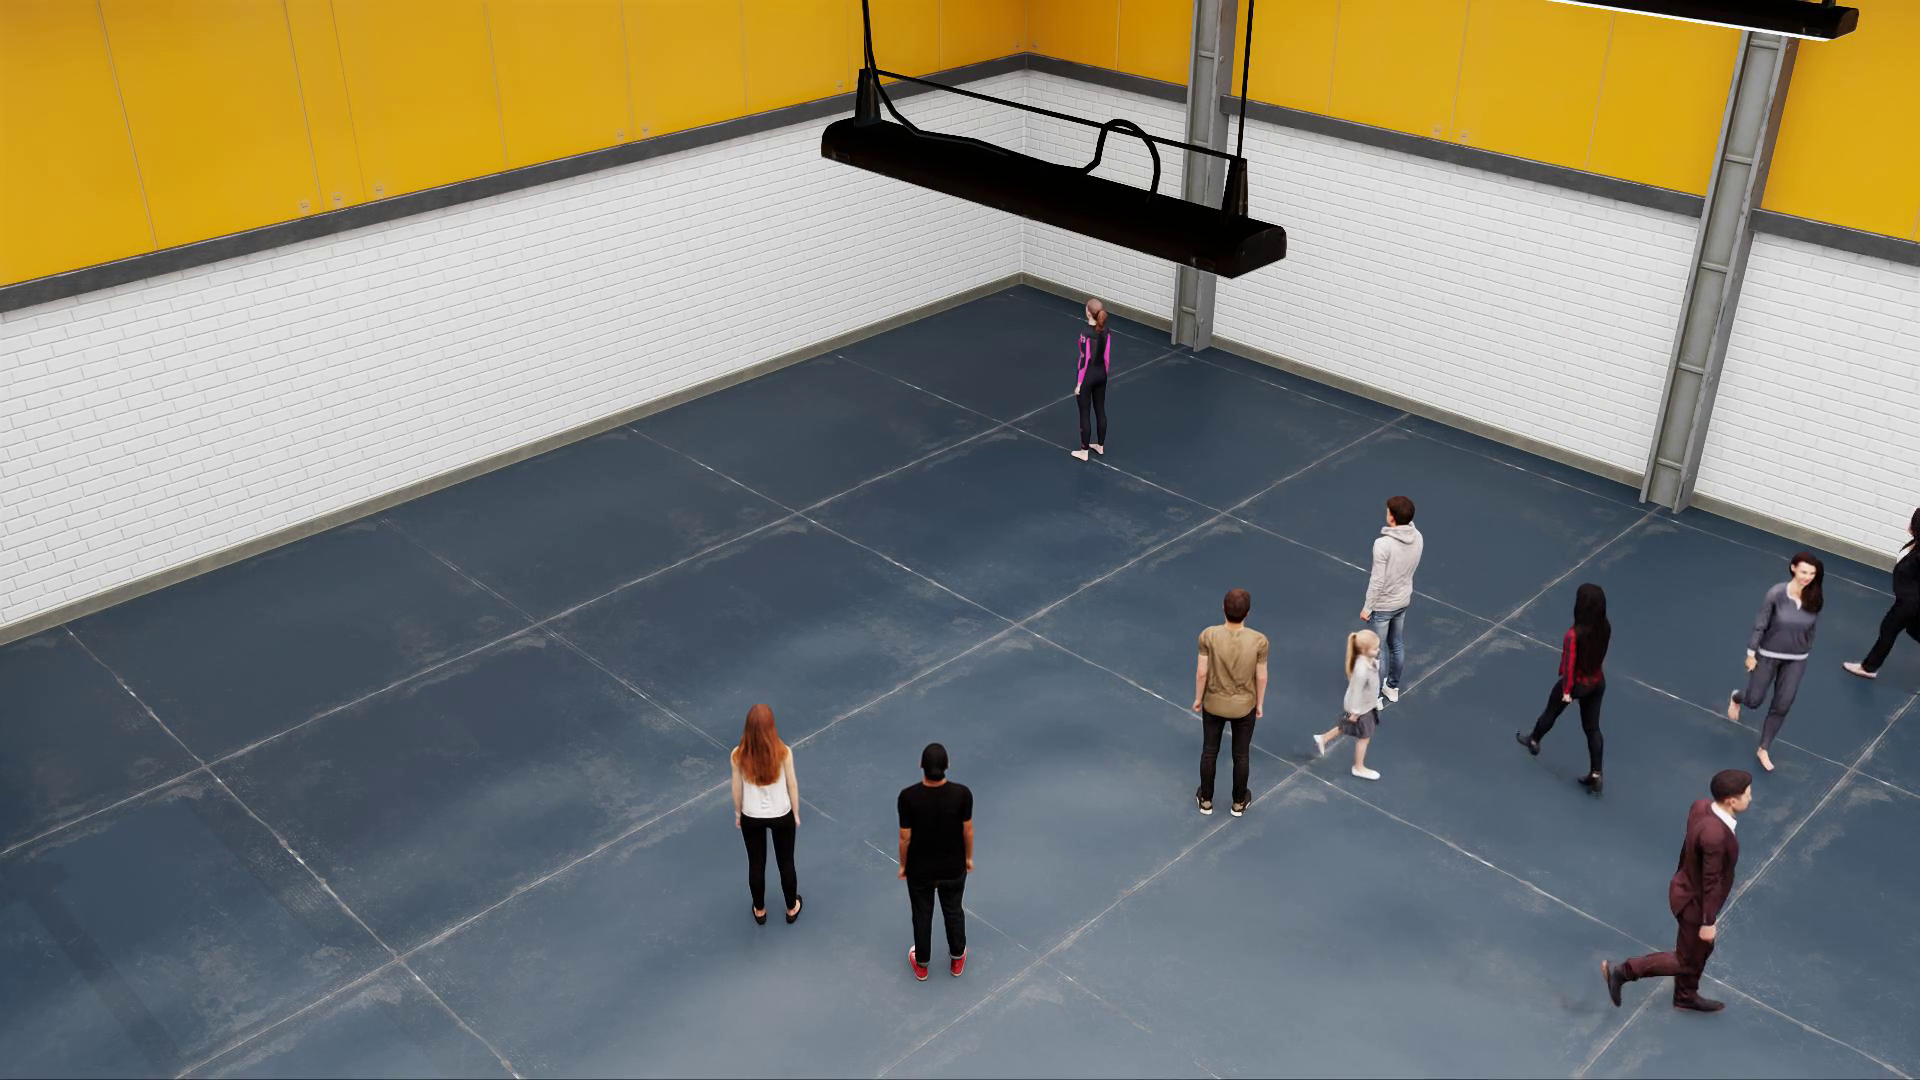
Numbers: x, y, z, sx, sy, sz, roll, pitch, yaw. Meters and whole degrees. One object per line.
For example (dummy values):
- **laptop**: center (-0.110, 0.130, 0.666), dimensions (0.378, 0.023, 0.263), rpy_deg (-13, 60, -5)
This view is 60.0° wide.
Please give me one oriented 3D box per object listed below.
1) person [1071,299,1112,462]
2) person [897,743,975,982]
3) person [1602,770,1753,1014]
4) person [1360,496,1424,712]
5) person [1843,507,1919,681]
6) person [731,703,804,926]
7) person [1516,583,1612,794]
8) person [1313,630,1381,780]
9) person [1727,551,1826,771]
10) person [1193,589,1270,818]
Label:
- **person**: center (1.372, -1.676, 17.277), dimensions (0.592, 1.752, 0.600), rpy_deg (-19, 34, -31)
- **person**: center (-0.154, 2.025, 10.485), dimensions (0.720, 1.758, 0.751), rpy_deg (-4, 29, -7)
- **person**: center (4.403, 2.178, 10.114), dimensions (1.147, 1.845, 0.976), rpy_deg (7, 29, 13)
- **person**: center (3.408, 0.492, 13.197), dimensions (0.695, 1.853, 0.594), rpy_deg (-21, 35, -33)
- **person**: center (7.837, 0.509, 13.455), dimensions (1.189, 1.574, 0.945), rpy_deg (11, 30, 19)
- **person**: center (-1.262, 1.807, 10.923), dimensions (0.644, 1.722, 0.696), rpy_deg (-1, 29, -2)
- **person**: center (4.671, 1.117, 12.299), dimensions (0.812, 1.614, 1.113), rpy_deg (-14, 32, -24)
- **person**: center (2.955, 1.208, 12.501), dimensions (0.838, 1.261, 0.697), rpy_deg (10, 30, 17)
- **person**: center (6.196, 0.848, 12.648), dimensions (0.986, 1.753, 1.025), rpy_deg (1, 29, 2)
- **person**: center (1.936, 1.168, 11.959), dimensions (0.701, 1.851, 0.811), rpy_deg (6, 29, 11)
